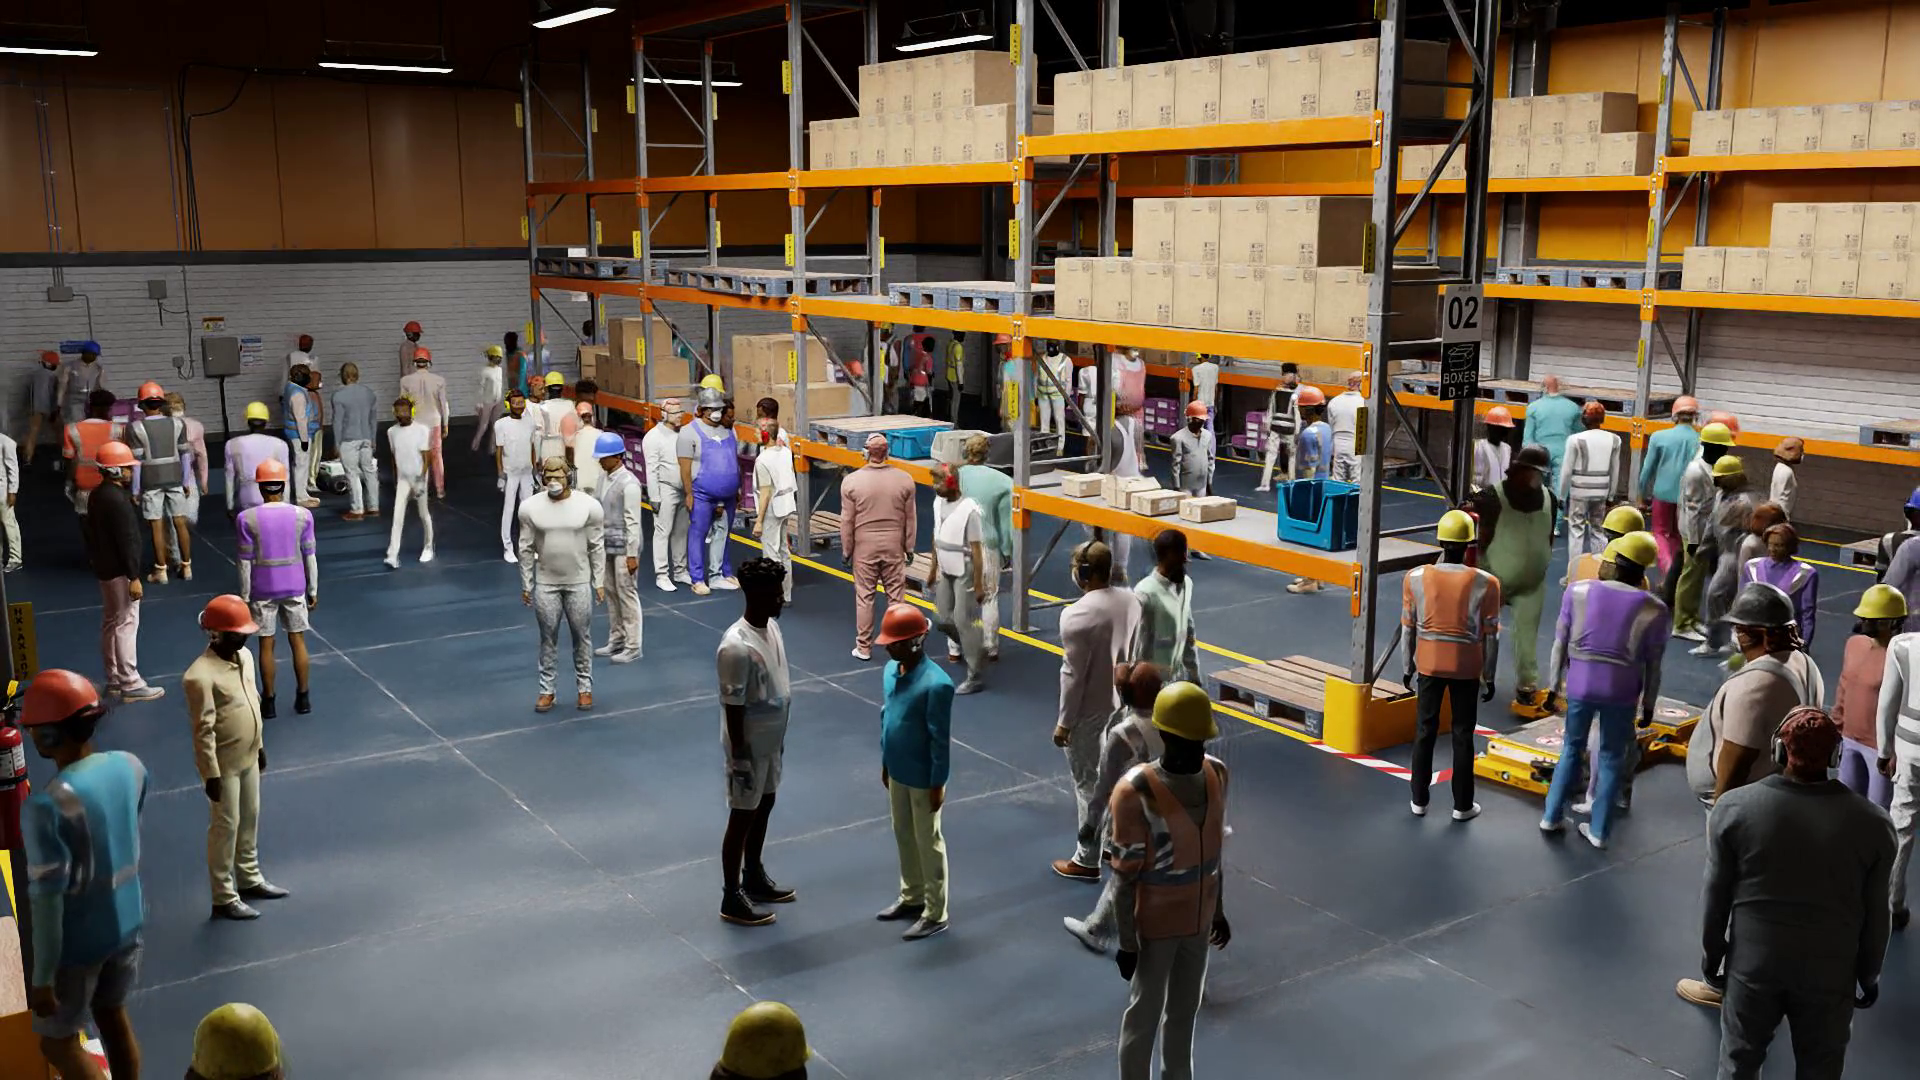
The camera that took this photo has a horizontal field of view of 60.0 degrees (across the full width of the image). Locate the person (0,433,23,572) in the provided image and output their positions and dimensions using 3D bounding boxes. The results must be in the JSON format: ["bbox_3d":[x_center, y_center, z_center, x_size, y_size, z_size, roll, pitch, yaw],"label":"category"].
[{"bbox_3d":[-10.081,-0.532,17.337,0.560,1.742,0.341,4,12,18],"label":"person"}]

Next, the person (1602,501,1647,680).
[{"bbox_3d":[4.918,0.521,12.247,0.540,1.627,0.433,-9,14,-40],"label":"person"}]

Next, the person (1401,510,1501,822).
[{"bbox_3d":[2.995,0.771,10.193,0.587,1.930,0.363,5,12,26],"label":"person"}]

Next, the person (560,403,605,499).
[{"bbox_3d":[-4.059,-0.648,18.028,0.577,1.717,0.808,0,11,-2],"label":"person"}]

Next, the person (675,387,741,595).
[{"bbox_3d":[-2.410,-0.494,16.378,0.536,2.000,0.676,11,15,44],"label":"person"}]

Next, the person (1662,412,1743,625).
[{"bbox_3d":[6.888,-0.195,15.084,0.971,1.936,0.606,5,12,24],"label":"person"}]

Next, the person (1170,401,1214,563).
[{"bbox_3d":[2.500,-0.624,17.807,0.566,1.744,0.350,-7,13,-33],"label":"person"}]

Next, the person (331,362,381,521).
[{"bbox_3d":[-7.379,-1.203,20.315,0.375,1.932,0.636,6,13,28],"label":"person"}]

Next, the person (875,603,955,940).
[{"bbox_3d":[-0.259,1.177,8.601,0.348,1.740,0.574,-8,13,-34],"label":"person"}]

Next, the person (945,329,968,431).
[{"bbox_3d":[-0.049,-2.757,28.285,0.406,1.918,0.589,-3,12,-16],"label":"person"}]

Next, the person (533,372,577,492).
[{"bbox_3d":[-4.659,-0.988,19.250,0.589,1.912,0.396,-8,14,-37],"label":"person"}]

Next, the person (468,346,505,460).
[{"bbox_3d":[-7.230,-2.090,25.382,0.554,1.729,0.633,5,12,23],"label":"person"}]

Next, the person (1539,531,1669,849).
[{"bbox_3d":[3.774,0.883,9.747,0.631,1.899,0.444,6,13,29],"label":"person"}]

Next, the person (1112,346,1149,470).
[{"bbox_3d":[2.407,-2.078,24.488,0.675,2.000,0.990,-6,12,-26],"label":"person"}]

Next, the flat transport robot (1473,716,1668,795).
[{"bbox_3d":[4.096,1.405,11.202,1.431,0.197,0.652,-9,14,-37],"label":"flat transport robot"}]

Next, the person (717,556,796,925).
[{"bbox_3d":[-1.068,1.041,8.750,0.367,1.958,0.610,3,11,15],"label":"person"}]

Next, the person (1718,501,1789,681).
[{"bbox_3d":[6.000,0.472,12.543,0.550,1.602,0.445,-8,13,-35],"label":"person"}]

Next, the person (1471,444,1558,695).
[{"bbox_3d":[4.216,0.215,12.754,0.775,2.000,1.018,0,11,0],"label":"person"}]

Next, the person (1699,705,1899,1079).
[{"bbox_3d":[3.128,1.555,6.271,0.642,1.900,0.401,6,12,27],"label":"person"}]

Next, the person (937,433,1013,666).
[{"bbox_3d":[0.117,0.079,13.749,0.627,1.928,0.384,1,11,3],"label":"person"}]

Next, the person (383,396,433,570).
[{"bbox_3d":[-5.818,-0.594,17.504,0.490,1.803,1.022,0,11,2],"label":"person"}]

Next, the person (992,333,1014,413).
[{"bbox_3d":[0.673,-2.208,25.418,0.376,1.935,0.550,-1,11,-5],"label":"person"}]

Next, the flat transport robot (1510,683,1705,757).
[{"bbox_3d":[4.782,1.252,11.986,0.652,0.197,1.431,-9,14,-37],"label":"flat transport robot"}]

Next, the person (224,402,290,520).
[{"bbox_3d":[-6.814,-0.388,16.194,0.604,1.897,0.668,-6,12,-27],"label":"person"}]

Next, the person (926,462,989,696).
[{"bbox_3d":[0.021,0.279,12.998,0.492,1.815,0.603,-6,13,-30],"label":"person"}]

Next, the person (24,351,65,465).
[{"bbox_3d":[-13.645,-1.968,24.847,0.616,1.687,0.834,4,12,21],"label":"person"}]

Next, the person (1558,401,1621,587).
[{"bbox_3d":[6.252,-0.439,16.523,0.592,1.877,0.365,-2,11,-11],"label":"person"}]

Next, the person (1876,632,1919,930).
[{"bbox_3d":[5.001,1.122,8.512,0.337,1.882,0.583,-9,14,-39],"label":"person"}]

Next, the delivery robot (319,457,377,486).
[{"bbox_3d":[-8.225,-0.965,22.364,0.477,0.478,0.707,11,15,44],"label":"delivery robot"}]

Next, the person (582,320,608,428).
[{"bbox_3d":[-6.270,-2.804,28.493,0.363,1.933,0.630,4,12,20],"label":"person"}]

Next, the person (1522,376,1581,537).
[{"bbox_3d":[6.901,-0.997,19.456,0.680,1.842,1.010,2,11,9],"label":"person"}]

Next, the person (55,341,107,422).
[{"bbox_3d":[-12.734,-1.944,24.188,0.658,1.885,0.678,8,14,35],"label":"person"}]

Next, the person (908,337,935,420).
[{"bbox_3d":[-0.659,-2.674,28.555,0.750,1.641,0.589,-3,12,-17],"label":"person"}]

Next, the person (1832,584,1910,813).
[{"bbox_3d":[4.906,1.096,8.975,0.333,1.761,0.528,-2,11,-11],"label":"person"}]

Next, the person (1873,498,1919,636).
[{"bbox_3d":[6.969,0.498,12.205,0.320,1.694,0.535,-8,14,-35],"label":"person"}]

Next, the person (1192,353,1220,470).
[{"bbox_3d":[3.537,-1.930,24.185,0.517,1.865,0.327,-7,13,-33],"label":"person"}]

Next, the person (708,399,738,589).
[{"bbox_3d":[-2.391,-0.456,16.537,0.398,1.909,0.600,0,11,-1],"label":"person"}]

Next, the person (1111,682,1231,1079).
[{"bbox_3d":[0.850,1.484,6.550,0.595,1.925,0.371,-9,14,-38],"label":"person"}]

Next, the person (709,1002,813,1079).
[{"bbox_3d":[-0.513,2.021,4.314,0.489,1.730,0.324,6,12,27],"label":"person"}]

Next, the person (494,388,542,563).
[{"bbox_3d":[-4.732,-0.698,17.860,0.335,1.873,0.519,11,15,43],"label":"person"}]

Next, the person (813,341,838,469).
[{"bbox_3d":[-1.975,-1.991,24.451,0.356,1.881,0.575,-3,11,-15],"label":"person"}]

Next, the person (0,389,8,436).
[{"bbox_3d":[-12.978,-1.483,22.041,0.604,1.805,0.682,-4,12,-21],"label":"person"}]

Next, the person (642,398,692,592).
[{"bbox_3d":[-2.839,-0.458,16.544,0.409,1.908,0.639,7,13,32],"label":"person"}]

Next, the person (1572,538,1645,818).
[{"bbox_3d":[4.039,0.845,10.291,0.294,1.744,0.487,11,15,43],"label":"person"}]

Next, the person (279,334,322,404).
[{"bbox_3d":[-10.316,-2.297,26.125,0.668,1.844,0.848,1,11,6],"label":"person"}]
